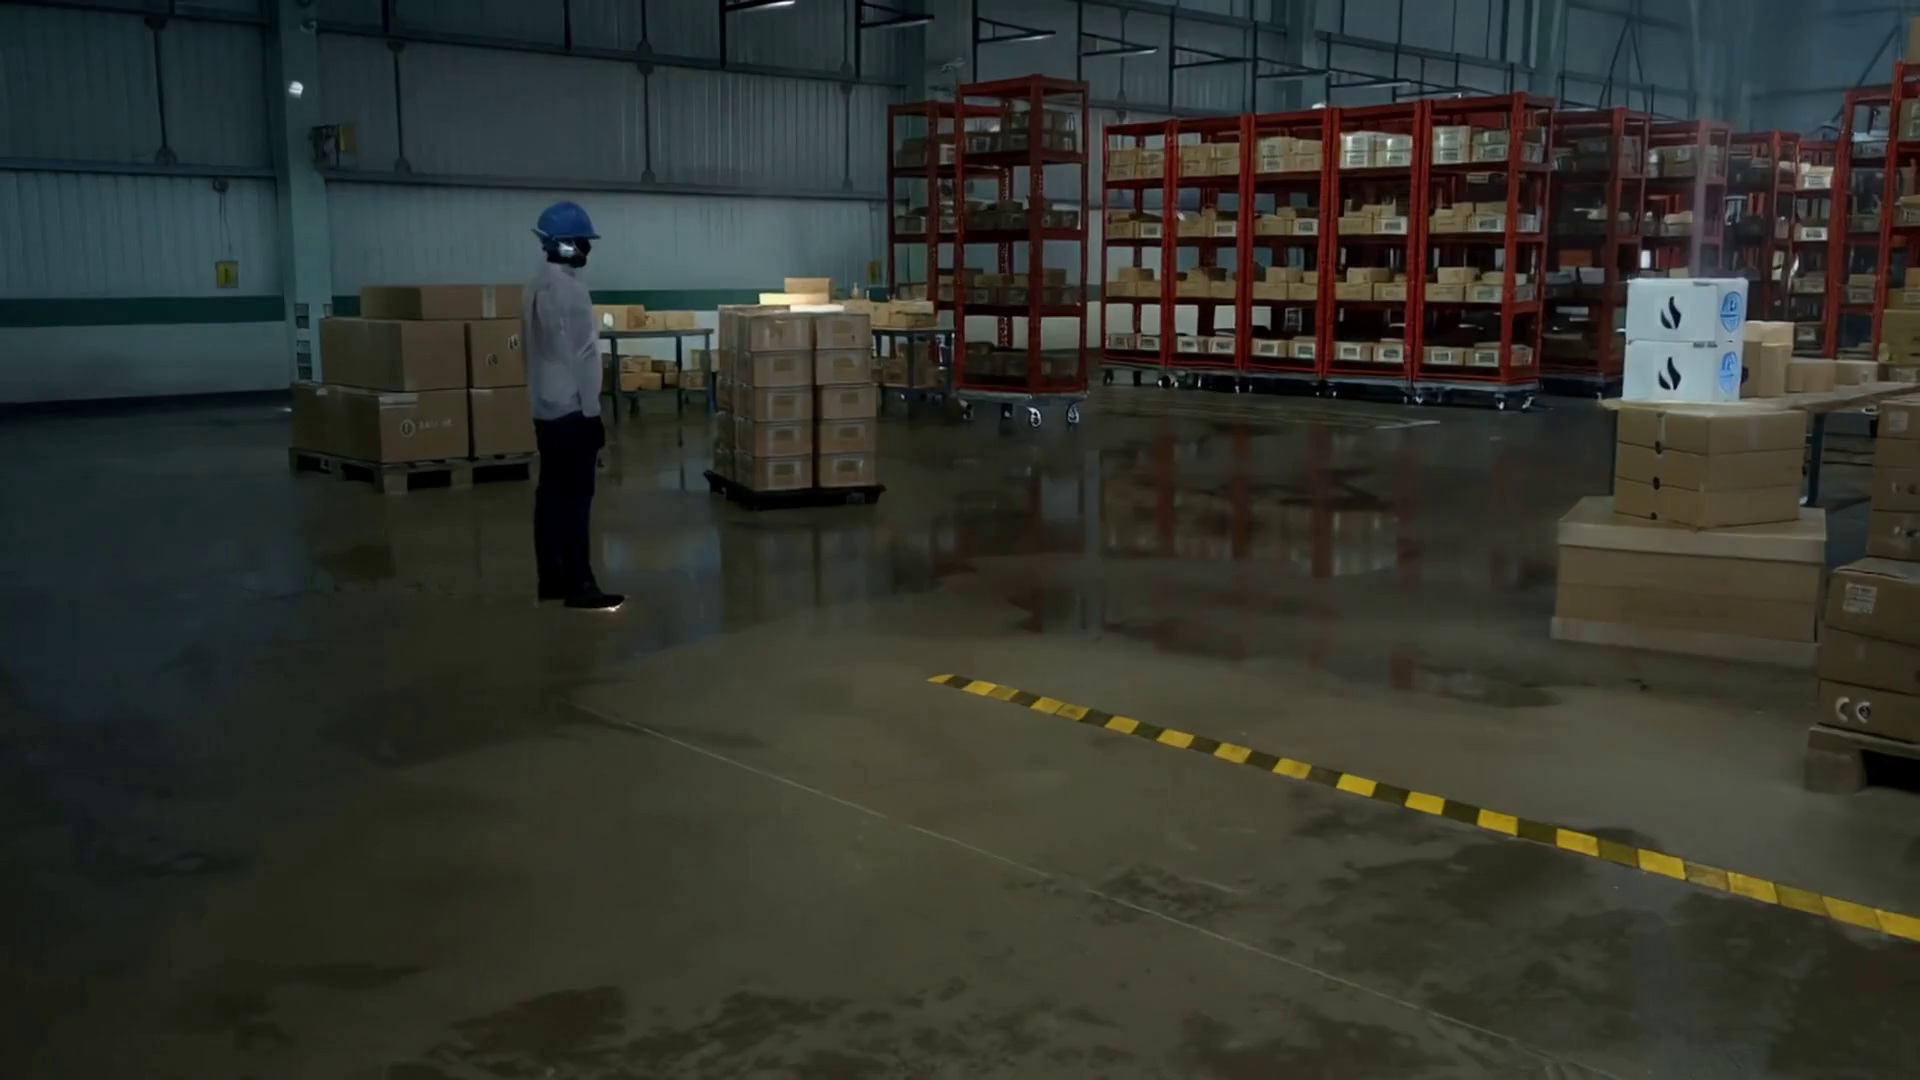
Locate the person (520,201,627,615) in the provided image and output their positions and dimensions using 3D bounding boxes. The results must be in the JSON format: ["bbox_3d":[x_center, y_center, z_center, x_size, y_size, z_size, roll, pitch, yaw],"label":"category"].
[{"bbox_3d":[-1.906,-0.637,8.098,0.383,1.993,0.622,-8,12,-39],"label":"person"}]
